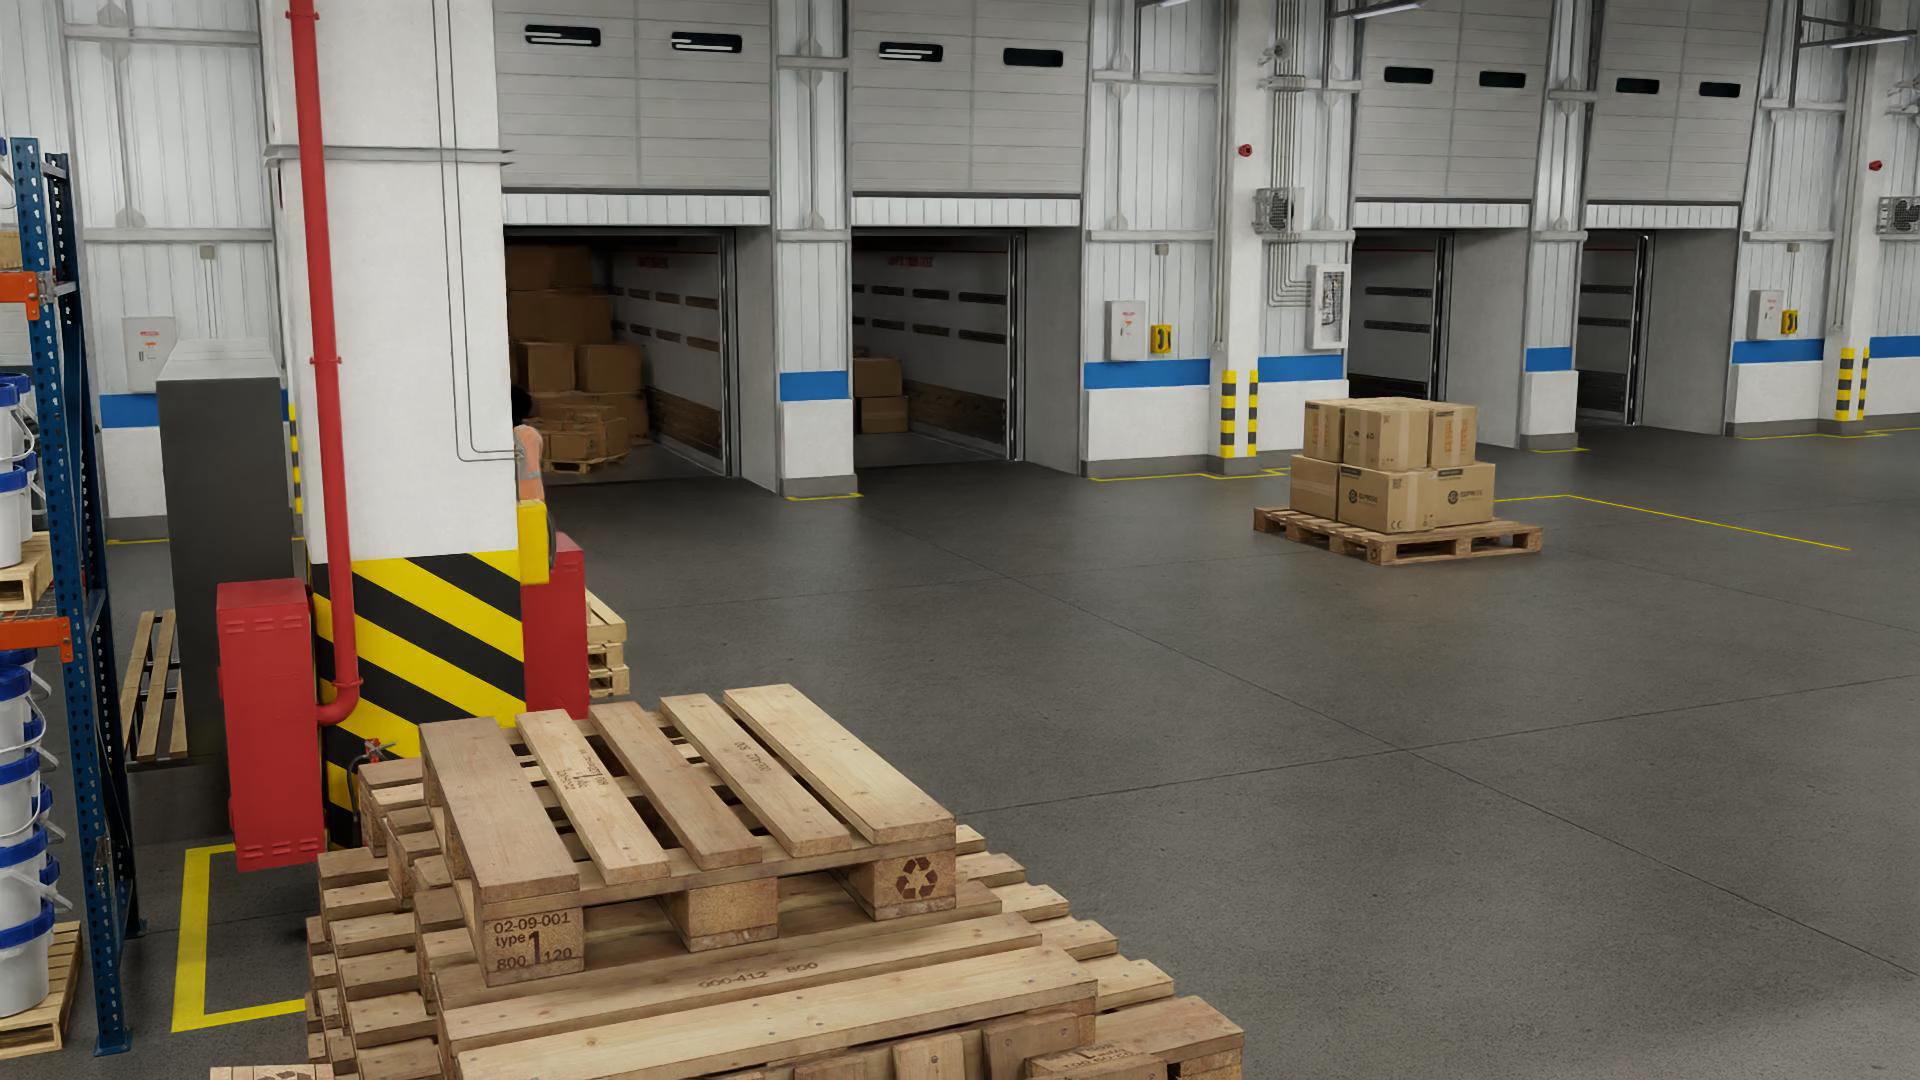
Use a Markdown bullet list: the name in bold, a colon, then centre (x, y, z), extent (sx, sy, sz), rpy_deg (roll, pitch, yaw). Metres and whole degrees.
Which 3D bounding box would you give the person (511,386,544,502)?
- **person**: centre (-3.135, -0.239, 11.783), extent (0.330, 1.697, 0.571), rpy_deg (1, 10, 8)
